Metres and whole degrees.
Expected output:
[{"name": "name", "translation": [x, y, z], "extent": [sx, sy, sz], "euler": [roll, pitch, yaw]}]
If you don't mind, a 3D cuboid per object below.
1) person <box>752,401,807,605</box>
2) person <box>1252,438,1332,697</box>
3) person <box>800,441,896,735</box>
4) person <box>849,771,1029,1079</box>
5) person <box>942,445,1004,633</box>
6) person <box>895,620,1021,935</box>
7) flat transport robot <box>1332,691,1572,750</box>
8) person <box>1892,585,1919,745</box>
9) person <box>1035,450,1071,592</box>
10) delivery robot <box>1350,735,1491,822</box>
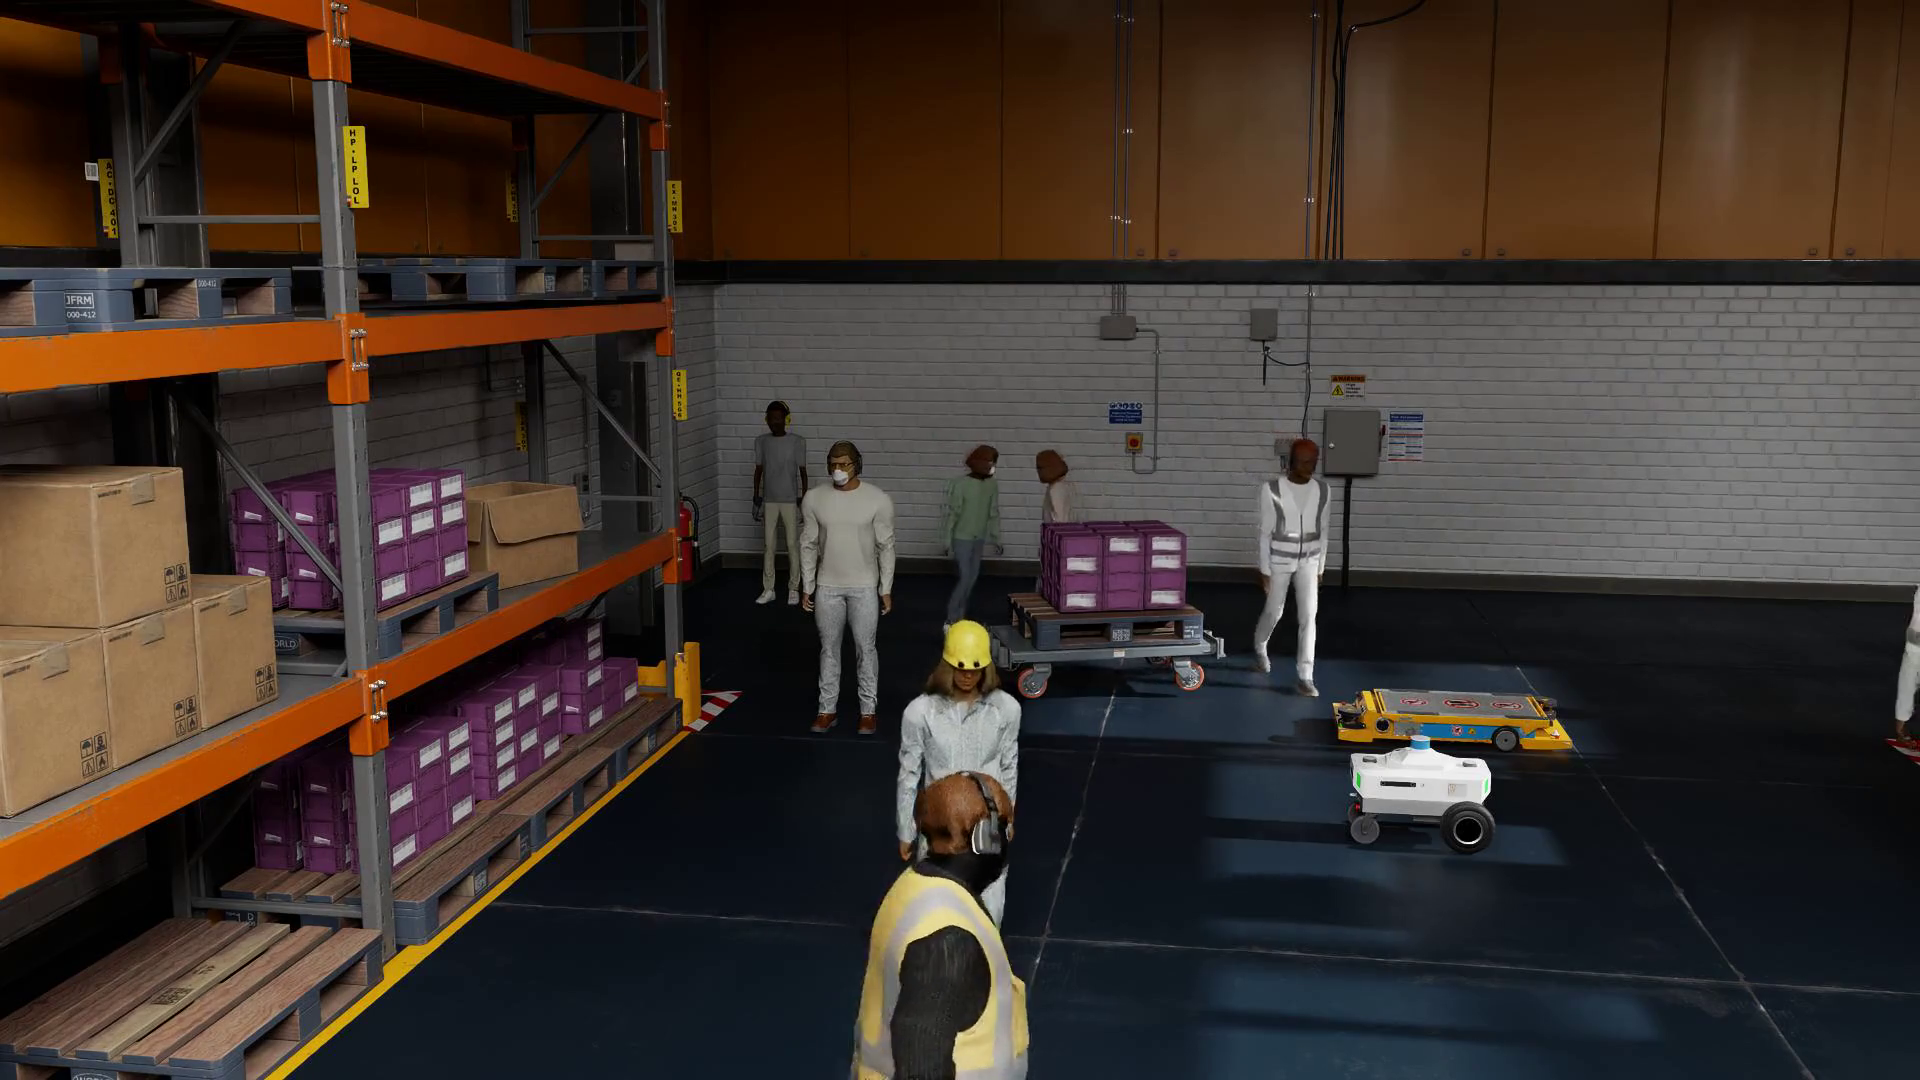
[{"name": "person", "translation": [-1.636, -0.336, 15.110], "extent": [0.532, 1.864, 0.310], "euler": [1, 9, 9]}, {"name": "person", "translation": [2.410, 0.162, 12.167], "extent": [0.575, 1.846, 0.938], "euler": [-1, 9, -9]}, {"name": "person", "translation": [-0.739, 0.312, 10.887], "extent": [0.635, 1.937, 0.353], "euler": [1, 9, 9]}, {"name": "person", "translation": [0.014, 1.482, 4.141], "extent": [0.822, 1.788, 0.699], "euler": [-2, 9, -10]}, {"name": "person", "translation": [0.093, 0.004, 13.790], "extent": [0.445, 1.598, 0.534], "euler": [9, 13, 43]}, {"name": "person", "translation": [-0.018, 1.107, 6.759], "extent": [0.502, 1.697, 0.748], "euler": [-1, 9, -7]}, {"name": "flat transport robot", "translation": [3.174, 1.155, 10.818], "extent": [1.431, 0.197, 0.652], "euler": [1, 9, 9]}, {"name": "person", "translation": [4.697, 0.779, 7.742], "extent": [0.647, 2.021, 0.717], "euler": [2, 9, 13]}, {"name": "person", "translation": [0.697, 0.075, 13.388], "extent": [0.846, 1.594, 0.543], "euler": [2, 9, 11]}, {"name": "delivery robot", "translation": [2.440, 1.284, 8.855], "extent": [0.707, 0.478, 0.477], "euler": [1, 9, 9]}]
